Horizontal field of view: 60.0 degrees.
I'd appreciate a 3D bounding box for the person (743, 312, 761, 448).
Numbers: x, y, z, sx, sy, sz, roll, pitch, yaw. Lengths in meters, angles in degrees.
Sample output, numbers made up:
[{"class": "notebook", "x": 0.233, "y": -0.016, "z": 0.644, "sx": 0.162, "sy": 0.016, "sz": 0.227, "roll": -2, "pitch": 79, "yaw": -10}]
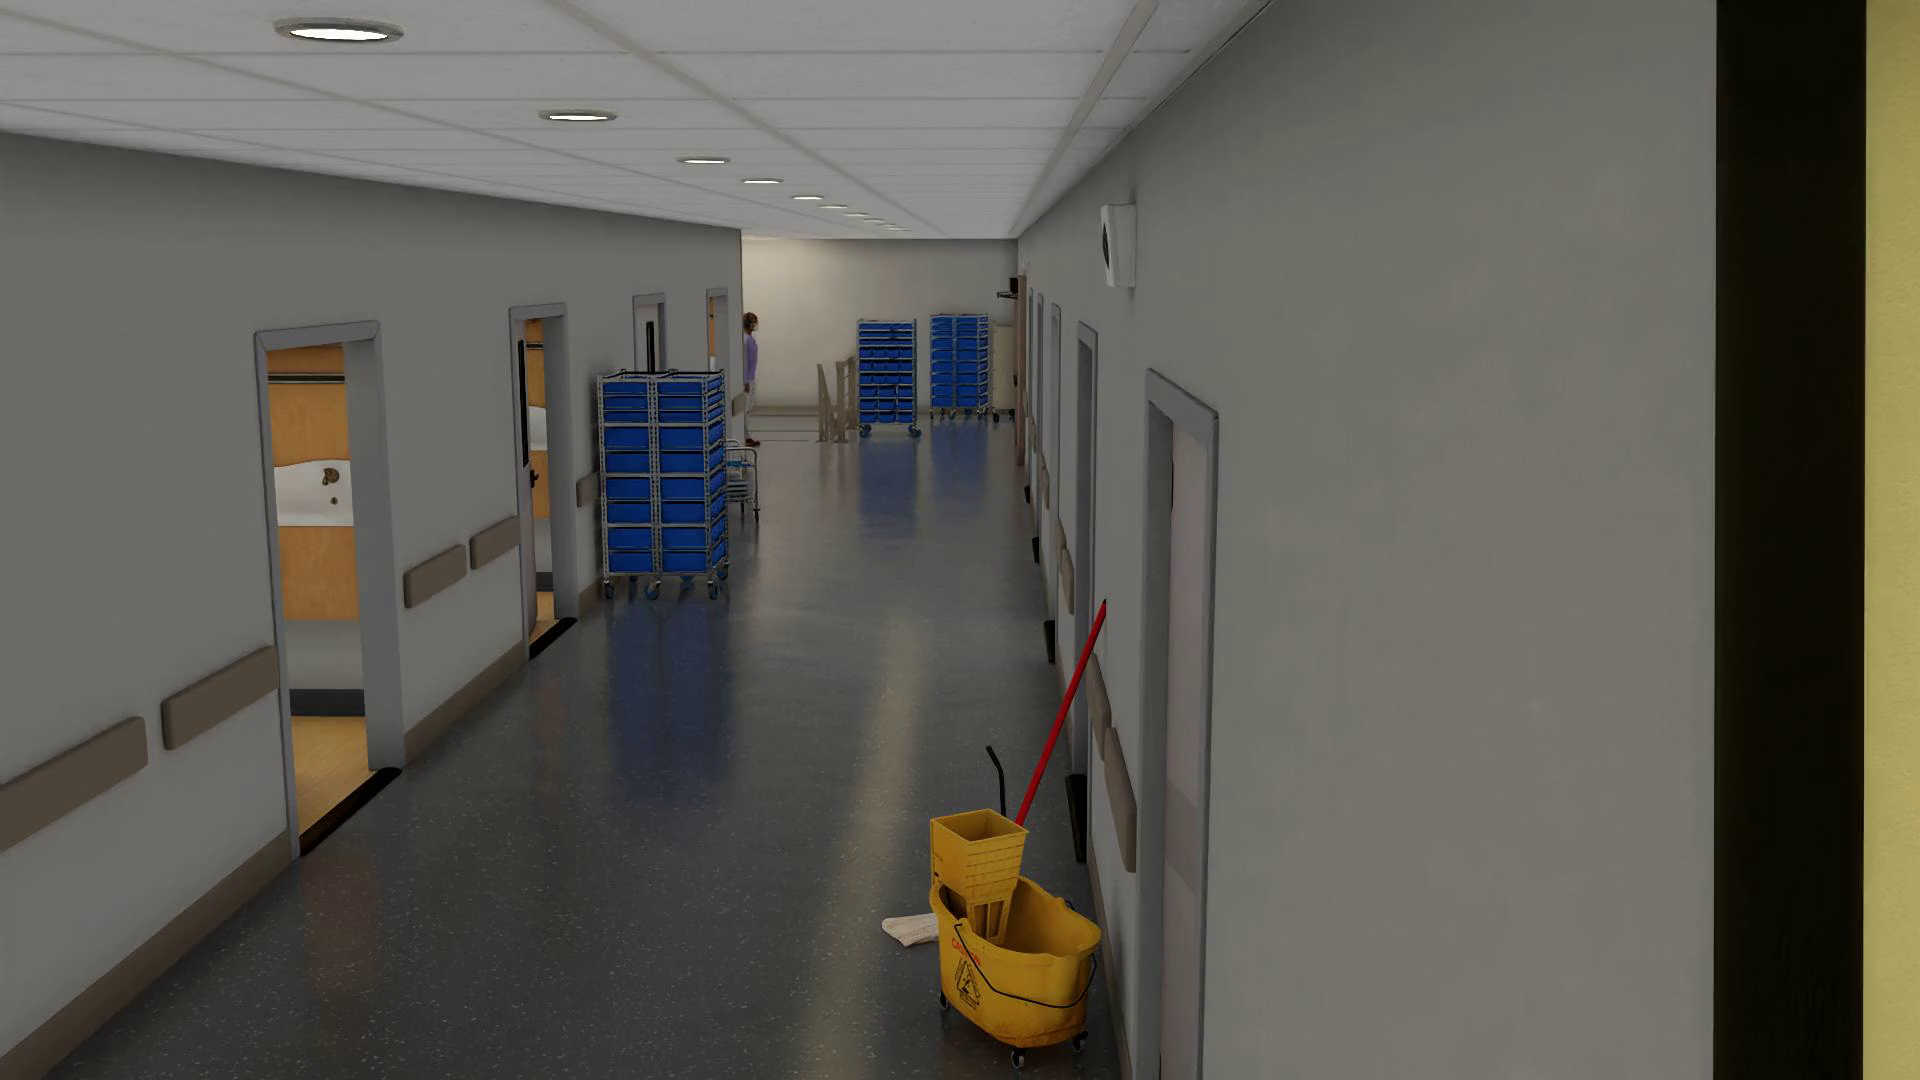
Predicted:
[{"class": "person", "x": -3.026, "y": -2.264, "z": 23.592, "sx": 0.377, "sy": 1.932, "sz": 0.625, "roll": 1, "pitch": 10, "yaw": 6}]
